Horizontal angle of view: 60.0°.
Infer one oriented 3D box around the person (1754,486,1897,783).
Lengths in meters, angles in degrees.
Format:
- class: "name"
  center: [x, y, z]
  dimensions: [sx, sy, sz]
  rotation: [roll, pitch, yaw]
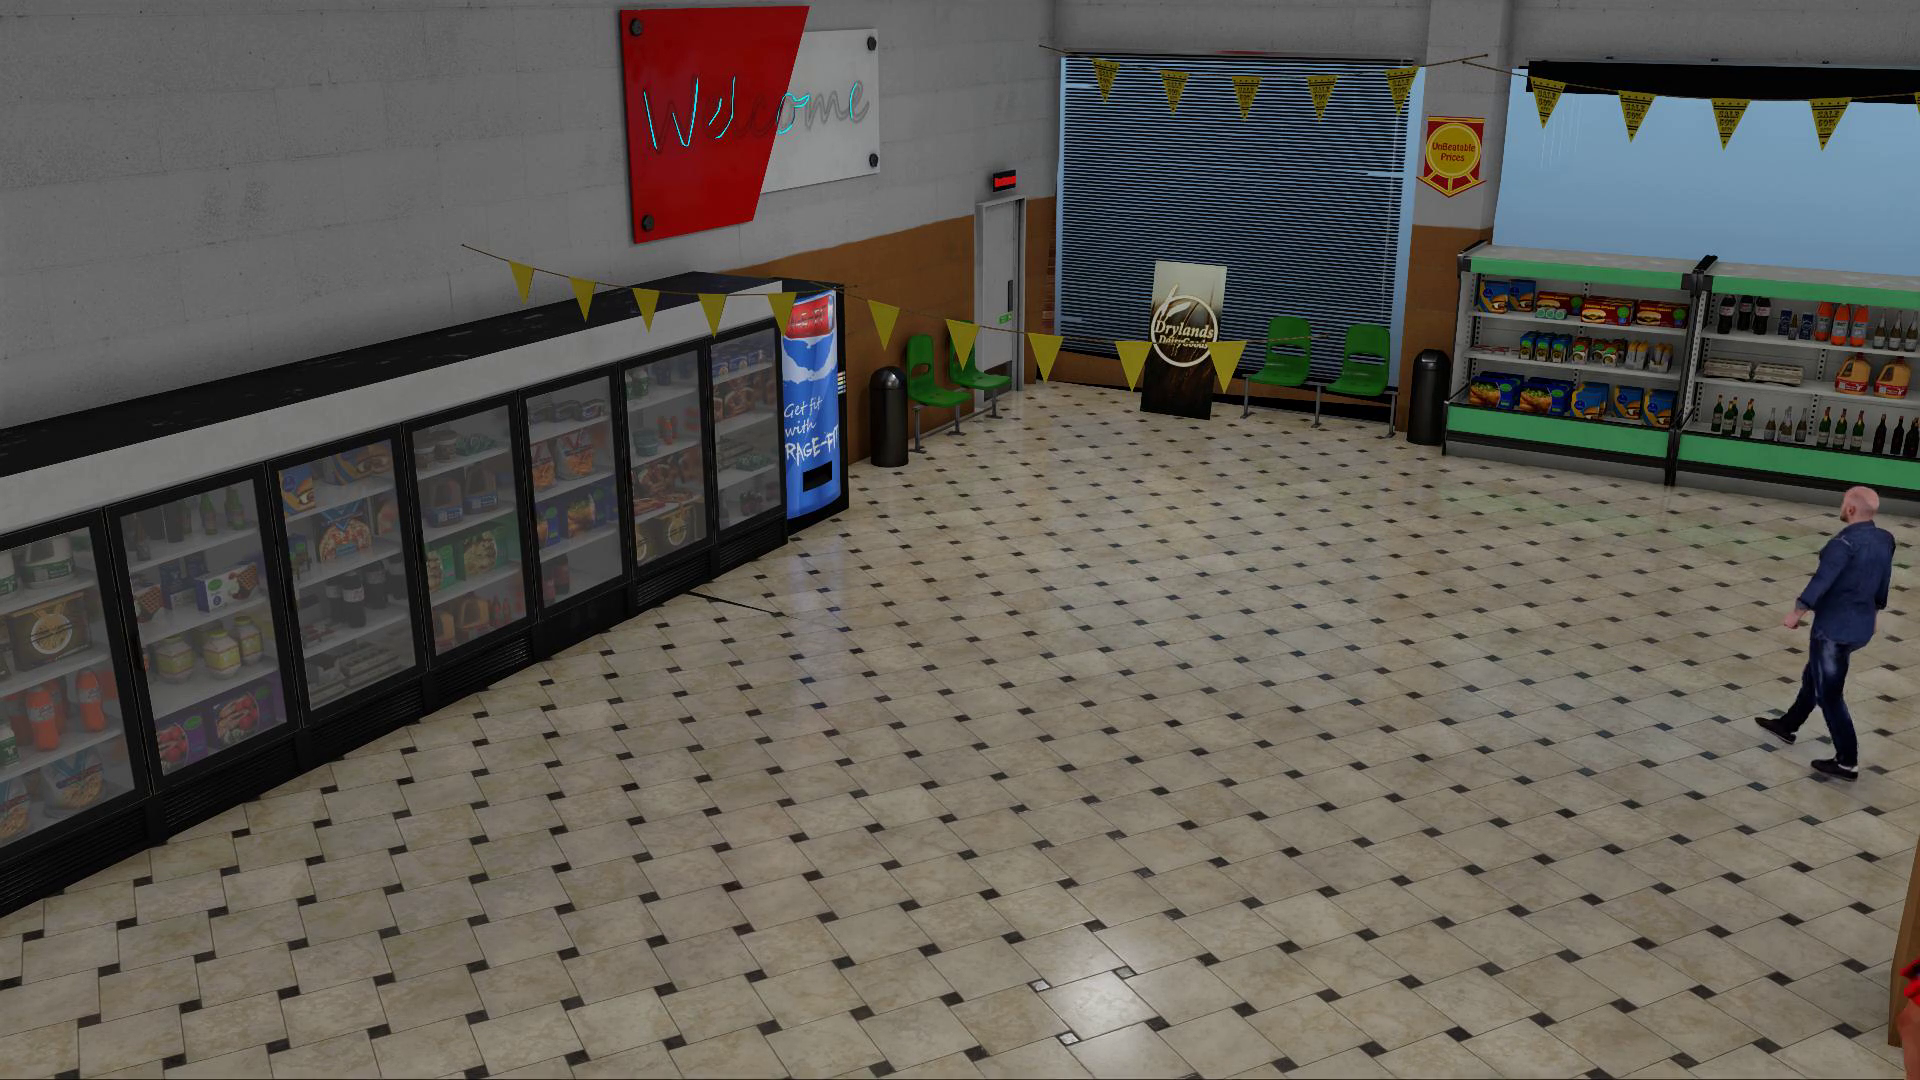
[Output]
- class: "person"
  center: [5.336, 0.591, 10.024]
  dimensions: [1.005, 1.789, 1.173]
  rotation: [-11, 22, -30]
